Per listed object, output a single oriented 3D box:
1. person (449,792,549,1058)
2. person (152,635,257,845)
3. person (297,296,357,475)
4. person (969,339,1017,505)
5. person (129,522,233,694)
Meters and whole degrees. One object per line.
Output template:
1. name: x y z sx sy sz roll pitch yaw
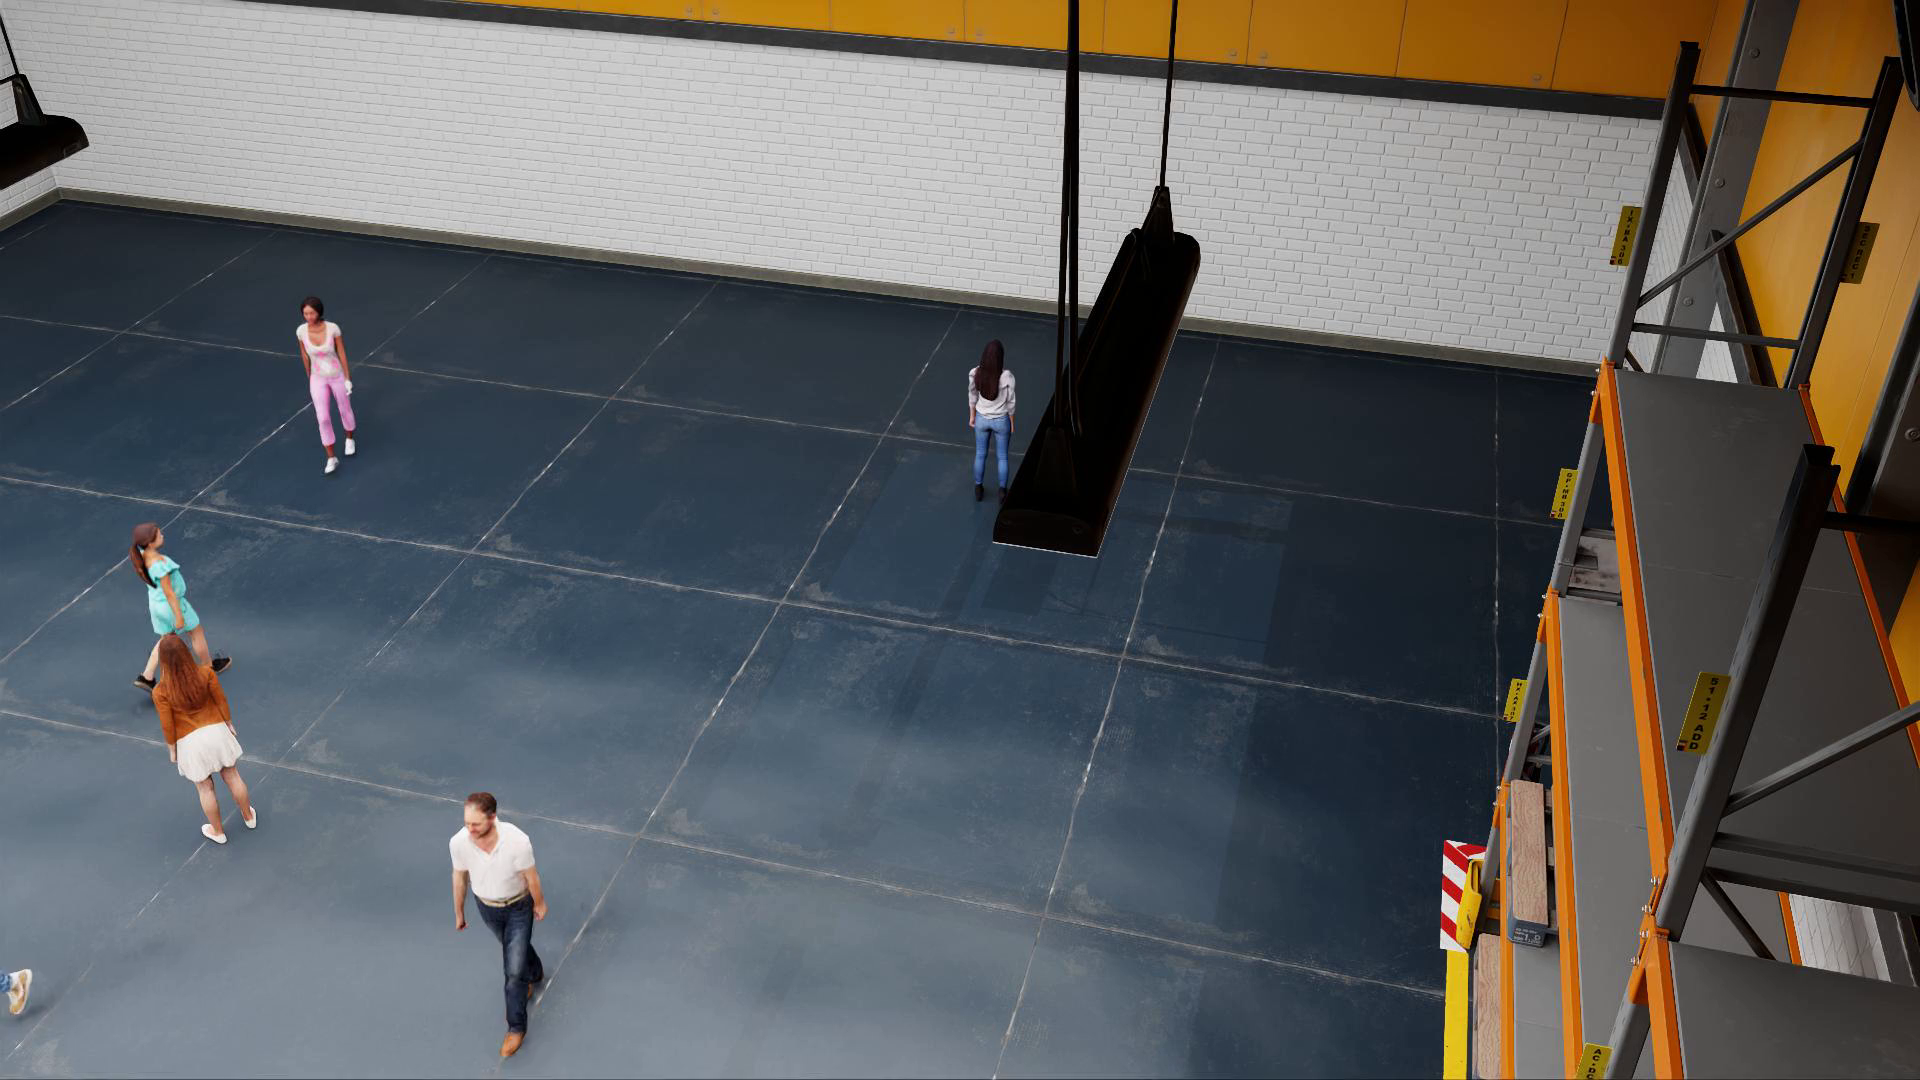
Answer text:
1. person: -2.773 2.187 10.309 0.660 1.830 0.950 8 34 12
2. person: -5.285 1.388 11.609 0.674 1.722 0.770 -27 42 -34
3. person: -6.073 -1.586 16.083 0.825 1.722 0.990 -7 34 -11
4. person: 0.301 -1.093 15.426 0.593 1.629 0.510 8 34 11
5. person: -6.263 0.544 13.041 0.756 1.542 1.046 21 39 29
